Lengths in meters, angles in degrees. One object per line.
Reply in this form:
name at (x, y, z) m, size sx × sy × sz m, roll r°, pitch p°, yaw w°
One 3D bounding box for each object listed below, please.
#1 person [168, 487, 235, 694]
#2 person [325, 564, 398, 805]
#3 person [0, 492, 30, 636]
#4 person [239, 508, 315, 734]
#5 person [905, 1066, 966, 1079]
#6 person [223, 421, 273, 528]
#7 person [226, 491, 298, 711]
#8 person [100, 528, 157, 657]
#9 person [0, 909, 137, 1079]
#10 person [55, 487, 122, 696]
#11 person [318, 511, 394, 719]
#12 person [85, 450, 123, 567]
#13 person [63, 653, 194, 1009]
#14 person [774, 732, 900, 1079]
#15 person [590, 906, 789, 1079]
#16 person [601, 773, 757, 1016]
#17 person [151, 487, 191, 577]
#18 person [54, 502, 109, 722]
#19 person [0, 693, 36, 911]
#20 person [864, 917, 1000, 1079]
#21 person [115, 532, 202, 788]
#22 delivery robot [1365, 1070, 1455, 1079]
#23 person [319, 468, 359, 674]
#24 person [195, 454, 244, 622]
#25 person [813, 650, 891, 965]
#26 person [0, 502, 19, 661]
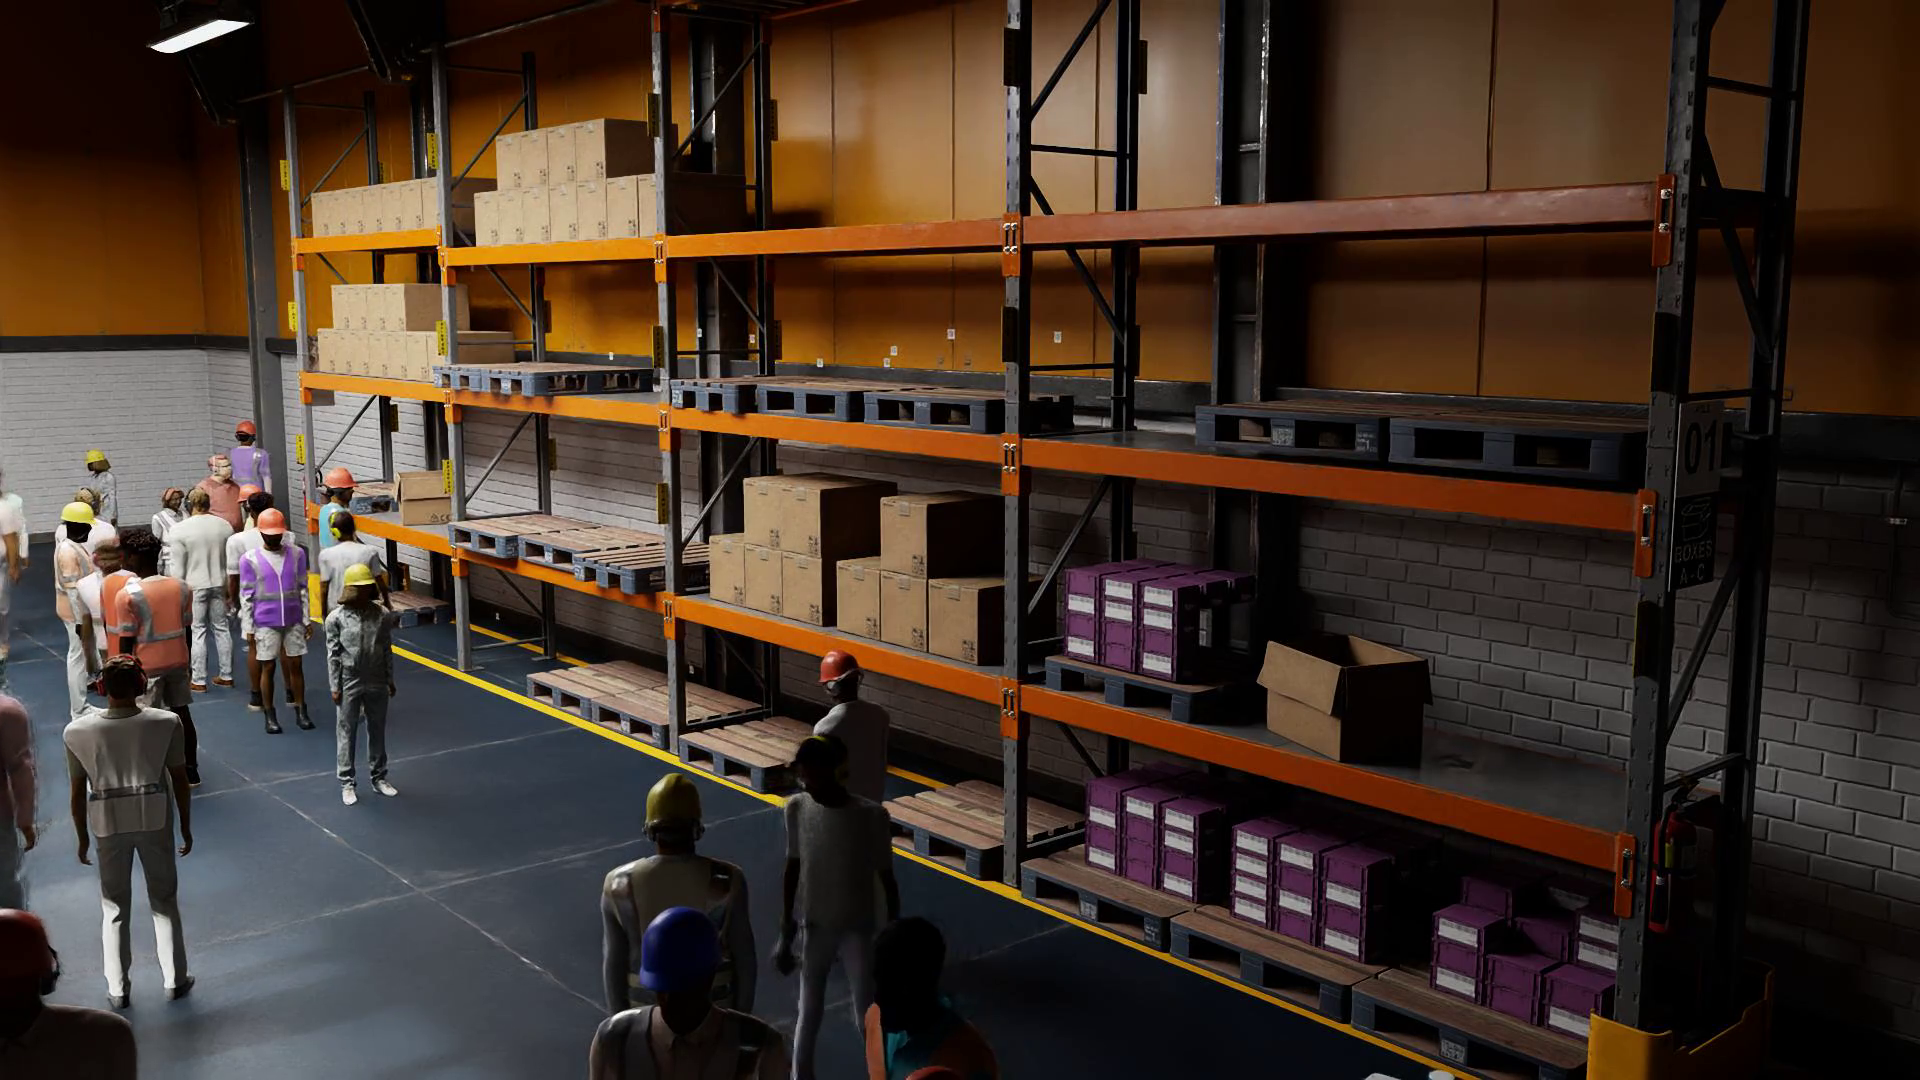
person at (-7.051, 0.465, 15.518) m, size 0.368 × 1.932 × 0.623 m, roll 5°, pitch 10°, yaw 32°
person at (-4.358, 1.040, 12.139) m, size 0.491 × 1.746 × 0.285 m, roll -8°, pitch 11°, yaw -43°
person at (-10.304, 0.157, 17.809) m, size 0.596 × 1.866 × 1.015 m, roll -6°, pitch 10°, yaw -37°
person at (-5.753, 0.682, 14.031) m, size 0.548 × 1.923 × 0.390 m, roll -6°, pitch 10°, yaw -38°
person at (-0.029, 2.173, 4.285) m, size 0.578 × 1.737 × 0.388 m, roll 8°, pitch 11°, yaw 43°
person at (-9.563, -0.583, 22.386) m, size 0.616 × 2.041 × 0.382 m, roll -1°, pitch 8°, yaw -5°
person at (-6.199, 0.538, 14.861) m, size 0.613 × 1.963 × 0.362 m, roll -4°, pitch 9°, yaw -24°
person at (-6.182, 0.878, 12.519) m, size 0.612 × 1.957 × 0.394 m, roll 6°, pitch 10°, yaw 35°
person at (-2.629, 1.990, 4.715) m, size 0.618 × 1.986 × 0.408 m, roll -4°, pitch 9°, yaw -24°
person at (-8.015, 0.477, 15.386) m, size 0.627 × 1.940 × 0.372 m, roll 2°, pitch 8°, yaw 13°
person at (-5.247, 0.656, 14.495) m, size 0.592 × 1.841 × 0.612 m, roll -3°, pitch 9°, yaw -22°
person at (-11.139, -0.311, 21.589) m, size 0.491 × 1.732 × 0.320 m, roll 4°, pitch 9°, yaw 26°
person at (-4.270, 1.501, 8.583) m, size 0.565 × 1.846 × 0.390 m, roll -3°, pitch 9°, yaw -22°
person at (-0.524, 1.712, 7.158) m, size 0.587 × 1.845 × 0.426 m, roll 2°, pitch 9°, yaw 17°
person at (-0.790, 1.992, 4.817) m, size 0.602 × 1.949 × 0.389 m, roll 0°, pitch 8°, yaw 2°
person at (-1.080, 1.810, 6.484) m, size 0.586 × 1.834 × 0.403 m, roll 0°, pitch 8°, yaw -2°
person at (-8.502, 0.245, 18.022) m, size 0.314 × 1.642 × 0.515 m, roll 4°, pitch 9°, yaw 25°
person at (-7.616, 0.625, 14.407) m, size 0.370 × 1.924 × 0.586 m, roll -4°, pitch 9°, yaw -27°
person at (-5.199, 1.452, 8.764) m, size 0.634 × 1.904 × 0.988 m, roll -3°, pitch 9°, yaw -20°
person at (-0.011, 1.999, 5.025) m, size 0.883 × 1.884 × 0.595 m, roll -6°, pitch 10°, yaw -37°
person at (-5.928, 0.917, 12.278) m, size 0.385 × 1.957 × 0.603 m, roll 4°, pitch 9°, yaw 26°
delivery robot at (1.916, 2.372, 6.661) m, size 0.707 × 0.478 × 0.477 m, roll 6°, pitch 10°, yaw 38°
person at (-5.977, 0.319, 16.116) m, size 0.377 × 2.045 × 0.605 m, roll -6°, pitch 10°, yaw -37°
person at (-8.373, -0.018, 18.919) m, size 0.409 × 1.913 × 0.646 m, roll 3°, pitch 9°, yaw 20°
person at (-0.631, 1.466, 9.180) m, size 0.338 × 1.742 × 0.563 m, roll 6°, pitch 10°, yaw 38°
person at (-9.760, 0.268, 16.483) m, size 0.714 × 2.000 × 0.541 m, roll -1°, pitch 8°, yaw -10°
